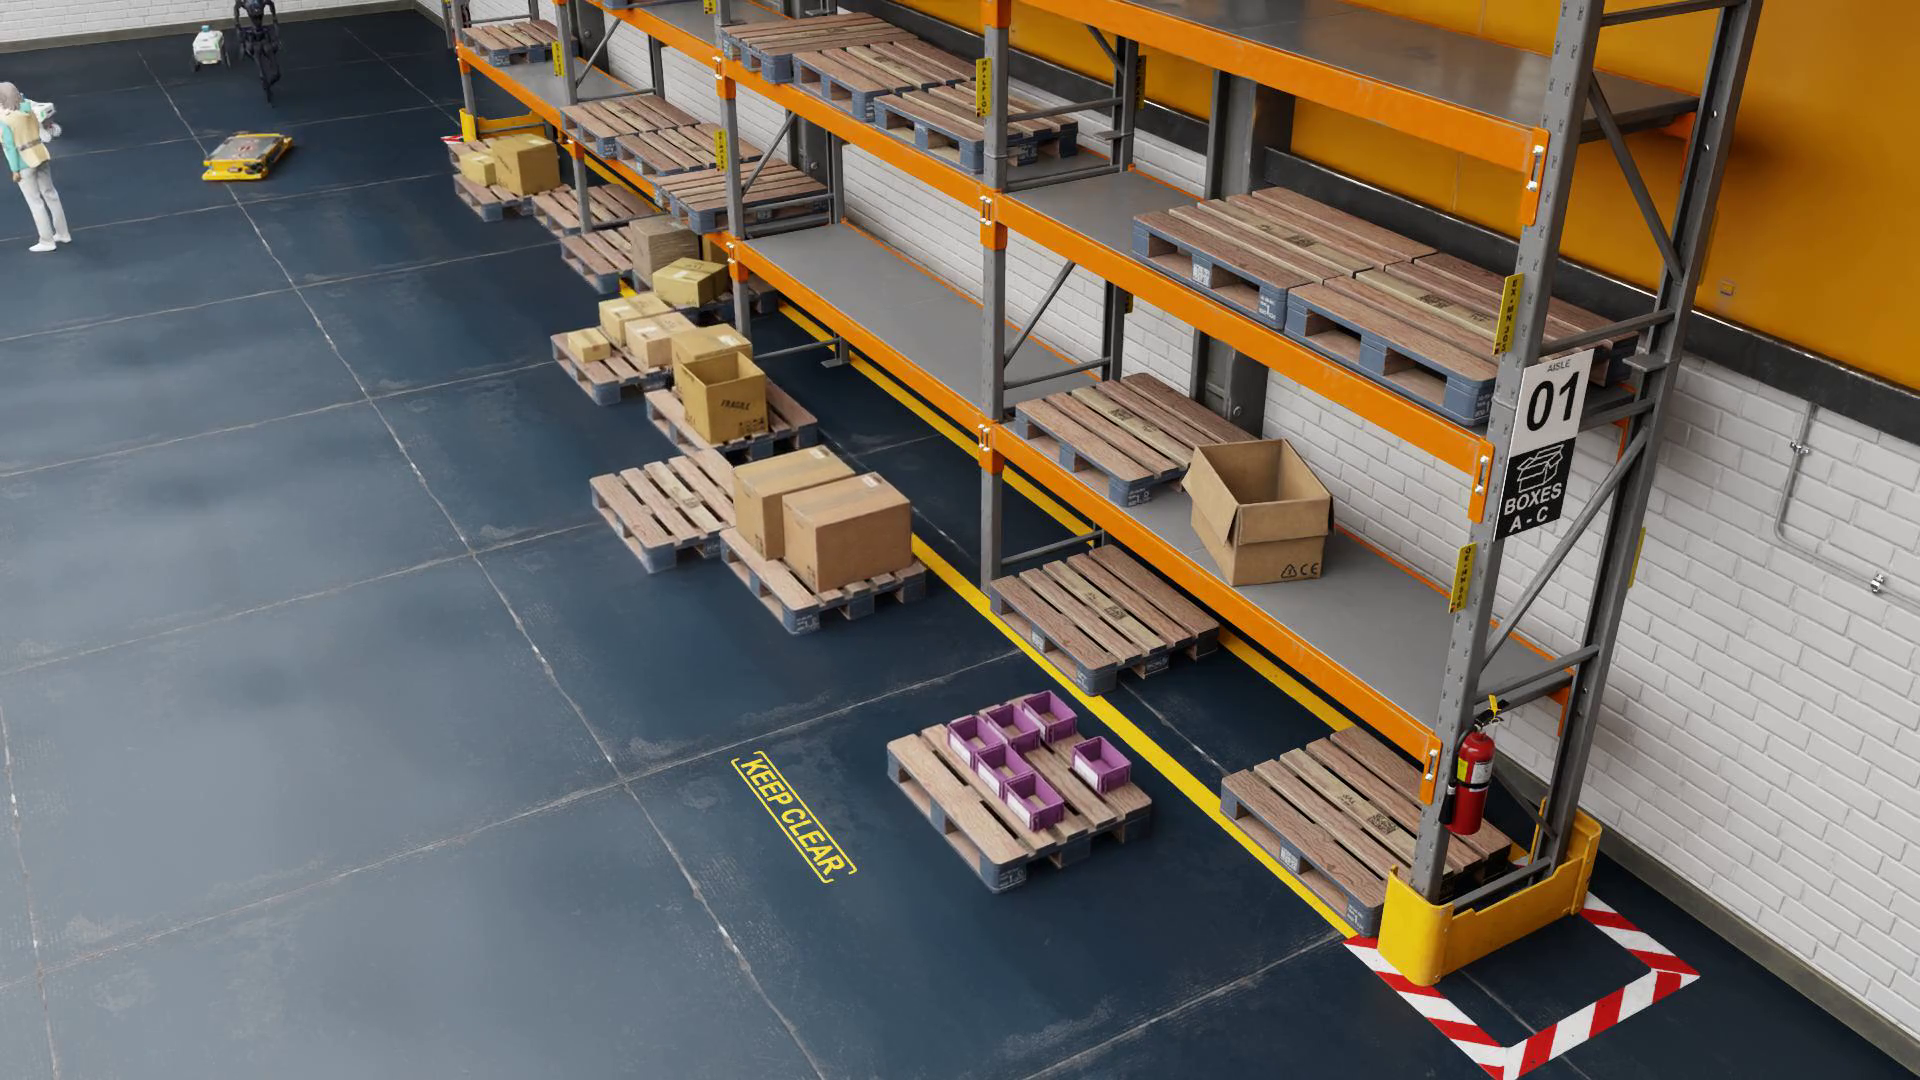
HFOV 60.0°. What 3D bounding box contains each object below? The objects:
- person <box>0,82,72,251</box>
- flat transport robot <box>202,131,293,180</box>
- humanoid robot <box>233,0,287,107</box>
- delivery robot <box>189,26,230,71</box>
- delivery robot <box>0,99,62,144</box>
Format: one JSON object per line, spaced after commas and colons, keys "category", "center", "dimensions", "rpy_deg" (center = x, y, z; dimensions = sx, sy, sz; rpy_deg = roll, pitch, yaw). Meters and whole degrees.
{"category": "person", "center": [-9.392, -3.772, 16.834], "dimensions": [0.367, 1.708, 0.465], "rpy_deg": [6, 30, 10]}
{"category": "flat transport robot", "center": [-8.410, -4.542, 19.650], "dimensions": [0.659, 0.231, 1.431], "rpy_deg": [-3, 30, -5]}
{"category": "humanoid robot", "center": [-9.175, -6.529, 21.728], "dimensions": [0.600, 1.637, 0.456], "rpy_deg": [-23, 37, -35]}
{"category": "delivery robot", "center": [-10.714, -7.017, 23.740], "dimensions": [0.499, 0.604, 0.808], "rpy_deg": [-8, 30, -13]}
{"category": "delivery robot", "center": [-11.585, -5.201, 20.521], "dimensions": [0.774, 0.592, 0.499], "rpy_deg": [-1, 30, -1]}
